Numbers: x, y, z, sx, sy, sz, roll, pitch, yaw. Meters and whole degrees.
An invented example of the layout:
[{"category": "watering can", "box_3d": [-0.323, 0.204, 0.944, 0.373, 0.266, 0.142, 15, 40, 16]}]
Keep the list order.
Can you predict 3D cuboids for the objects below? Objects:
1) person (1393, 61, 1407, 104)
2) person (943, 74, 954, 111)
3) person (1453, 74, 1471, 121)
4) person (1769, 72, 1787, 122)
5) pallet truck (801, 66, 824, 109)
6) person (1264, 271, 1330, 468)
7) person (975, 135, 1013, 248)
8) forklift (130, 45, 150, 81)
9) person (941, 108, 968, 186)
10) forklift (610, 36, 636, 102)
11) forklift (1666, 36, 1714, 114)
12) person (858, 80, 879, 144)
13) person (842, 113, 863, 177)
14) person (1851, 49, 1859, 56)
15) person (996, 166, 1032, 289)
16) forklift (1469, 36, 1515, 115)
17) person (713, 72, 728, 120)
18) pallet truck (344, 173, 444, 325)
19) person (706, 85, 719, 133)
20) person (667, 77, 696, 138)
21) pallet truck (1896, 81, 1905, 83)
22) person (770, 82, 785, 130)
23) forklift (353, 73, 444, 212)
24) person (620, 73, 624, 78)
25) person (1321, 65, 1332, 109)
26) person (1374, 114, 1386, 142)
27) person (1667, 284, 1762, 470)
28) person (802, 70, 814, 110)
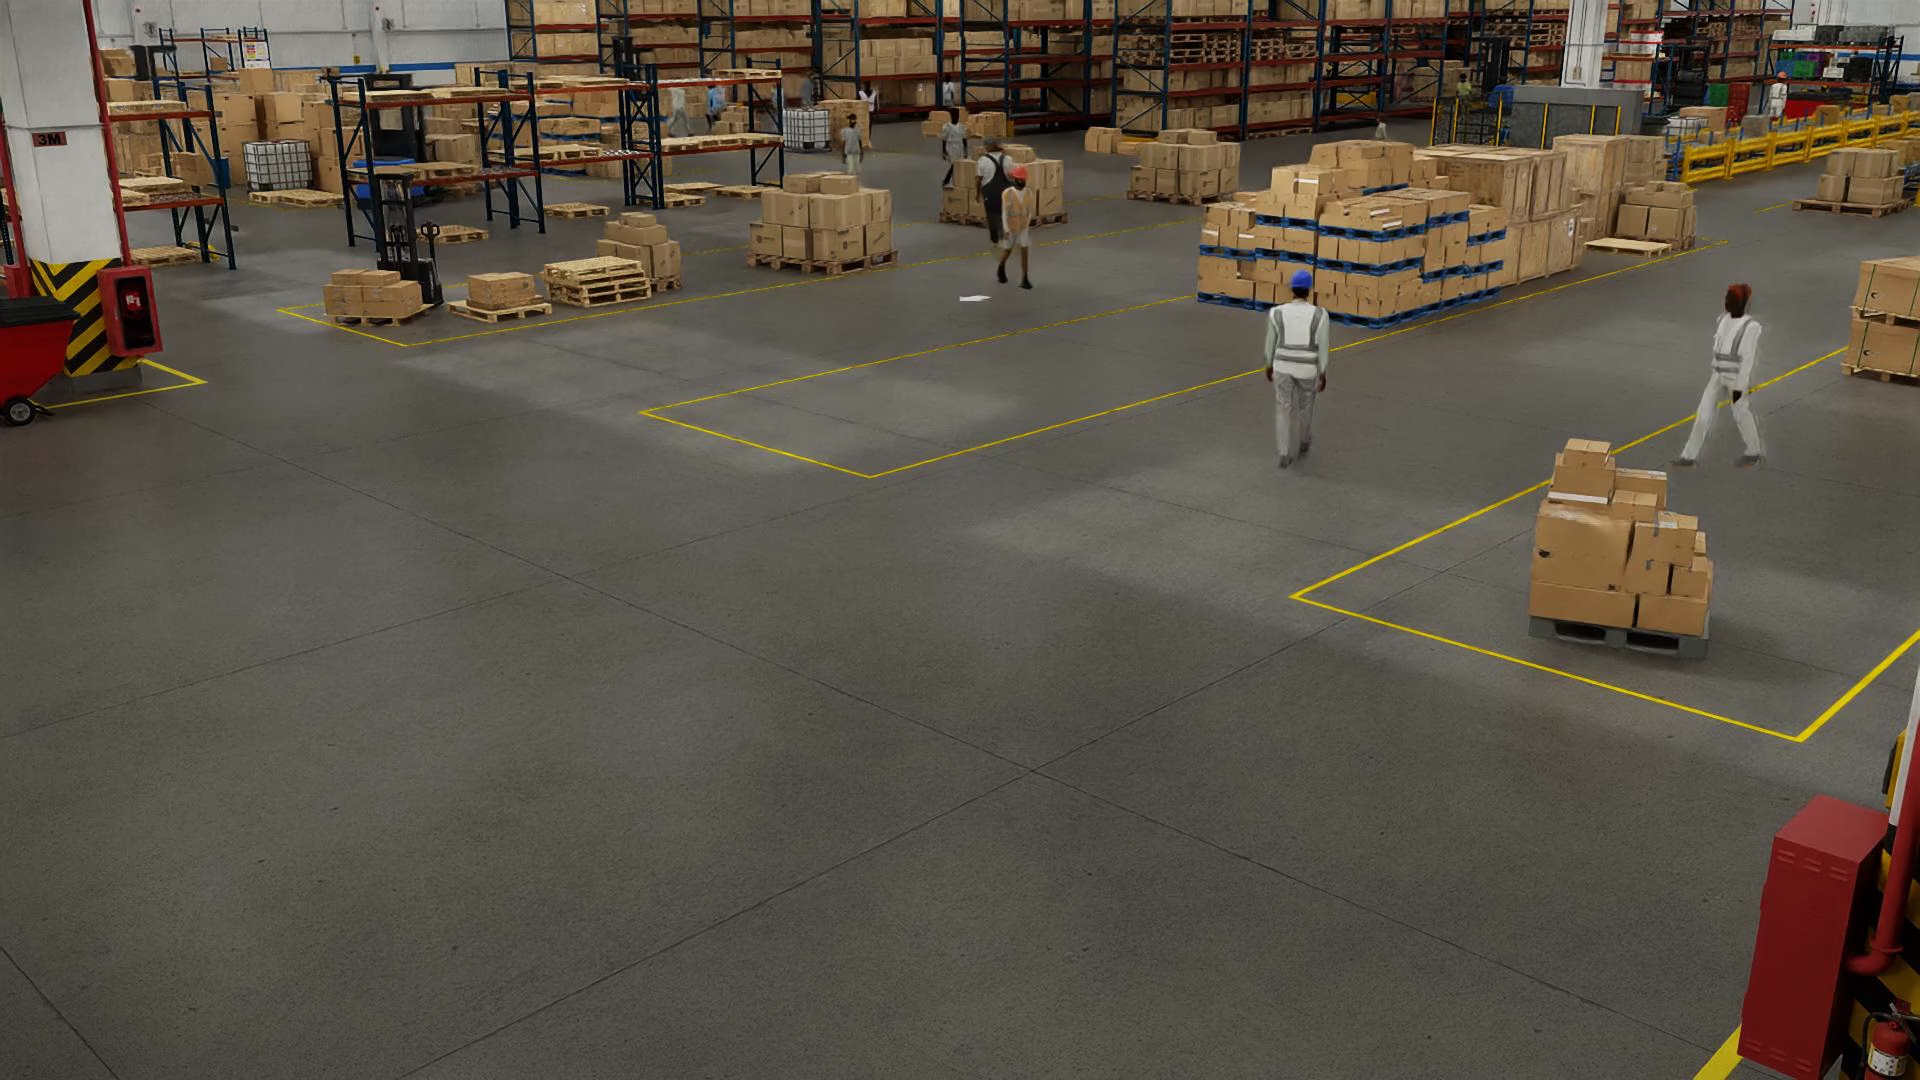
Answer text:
[{"category": "person", "box_3d": [16.818, -17.419, 63.796, 0.529, 1.889, 0.662, -16, 24, -39]}, {"category": "person", "box_3d": [-0.366, -15.552, 58.520, 0.625, 1.679, 0.540, -16, 24, -40]}, {"category": "person", "box_3d": [17.747, -15.604, 58.703, 0.599, 1.634, 0.879, 14, 23, 37]}, {"category": "person", "box_3d": [25.577, -13.578, 51.997, 0.378, 2.042, 0.615, -7, 20, -21]}, {"category": "pallet truck", "box_3d": [-4.812, -15.182, 56.903, 0.823, 1.965, 1.885, -9, 21, -26]}, {"category": "person", "box_3d": [3.341, -1.724, 16.499, 0.643, 1.897, 0.969, 6, 19, 16]}, {"category": "person", "box_3d": [0.575, -6.347, 30.217, 0.711, 2.000, 0.697, -8, 20, -24]}, {"category": "forklift", "box_3d": [-25.517, -14.043, 52.092, 1.873, 2.768, 1.129, -9, 20, -25]}, {"category": "person", "box_3d": [-0.158, -9.032, 38.488, 0.618, 1.930, 0.957, -14, 23, -36]}, {"category": "forklift", "box_3d": [-12.563, -17.351, 62.059, 1.129, 2.768, 1.873, 17, 25, 41]}, {"category": "forklift", "box_3d": [27.341, -17.291, 61.877, 1.129, 2.768, 1.873, 17, 25, 41]}, {"category": "person", "box_3d": [-2.734, -12.879, 50.139, 0.595, 1.892, 0.796, -6, 19, -19]}, {"category": "person", "box_3d": [-2.441, -8.750, 37.749, 0.533, 1.852, 0.475, -9, 20, -25]}, {"category": "person", "box_3d": [40.179, -21.156, 74.905, 0.609, 1.995, 0.376, -12, 22, -31]}, {"category": "person", "box_3d": [0.861, -4.952, 26.234, 0.549, 1.909, 0.879, -7, 20, -21]}, {"category": "forklift", "box_3d": [19.973, -17.201, 61.605, 1.873, 2.768, 1.129, 16, 24, 40]}, {"category": "person", "box_3d": [-8.012, -14.788, 55.832, 0.571, 1.915, 0.570, 11, 21, 30]}, {"category": "pallet truck", "box_3d": [-8.209, -4.181, 23.757, 0.823, 1.965, 1.885, 3, 19, 9]}, {"category": "person", "box_3d": [-8.113, -14.127, 54.203, 0.560, 1.679, 0.534, 3, 19, 10]}, {"category": "person", "box_3d": [-8.882, -13.626, 52.397, 1.024, 1.894, 0.647, 8, 20, 22]}, {"category": "pallet truck", "box_3d": [34.802, -16.331, 61.455, 0.653, 1.274, 1.630, 17, 25, 41]}, {"category": "person", "box_3d": [-5.998, -14.428, 55.276, 0.825, 1.597, 0.520, 17, 25, 41]}, {"category": "forklift", "box_3d": [-12.033, -8.468, 35.294, 1.129, 2.768, 1.873, 3, 19, 9]}, {"category": "person", "box_3d": [-10.591, -13.660, 52.317, 0.371, 1.997, 0.622, 9, 20, 24]}, {"category": "person", "box_3d": [13.828, -16.950, 62.591, 0.533, 1.767, 0.313, 13, 22, 33]}, {"category": "person", "box_3d": [10.190, -9.605, 40.694, 0.573, 1.620, 0.521, 6, 19, 17]}, {"category": "person", "box_3d": [7.501, -1.573, 16.162, 0.976, 1.838, 0.593, -4, 19, -13]}, {"category": "person", "box_3d": [-5.092, -14.750, 55.731, 0.419, 1.917, 0.662, 0, 18, -1]}]
